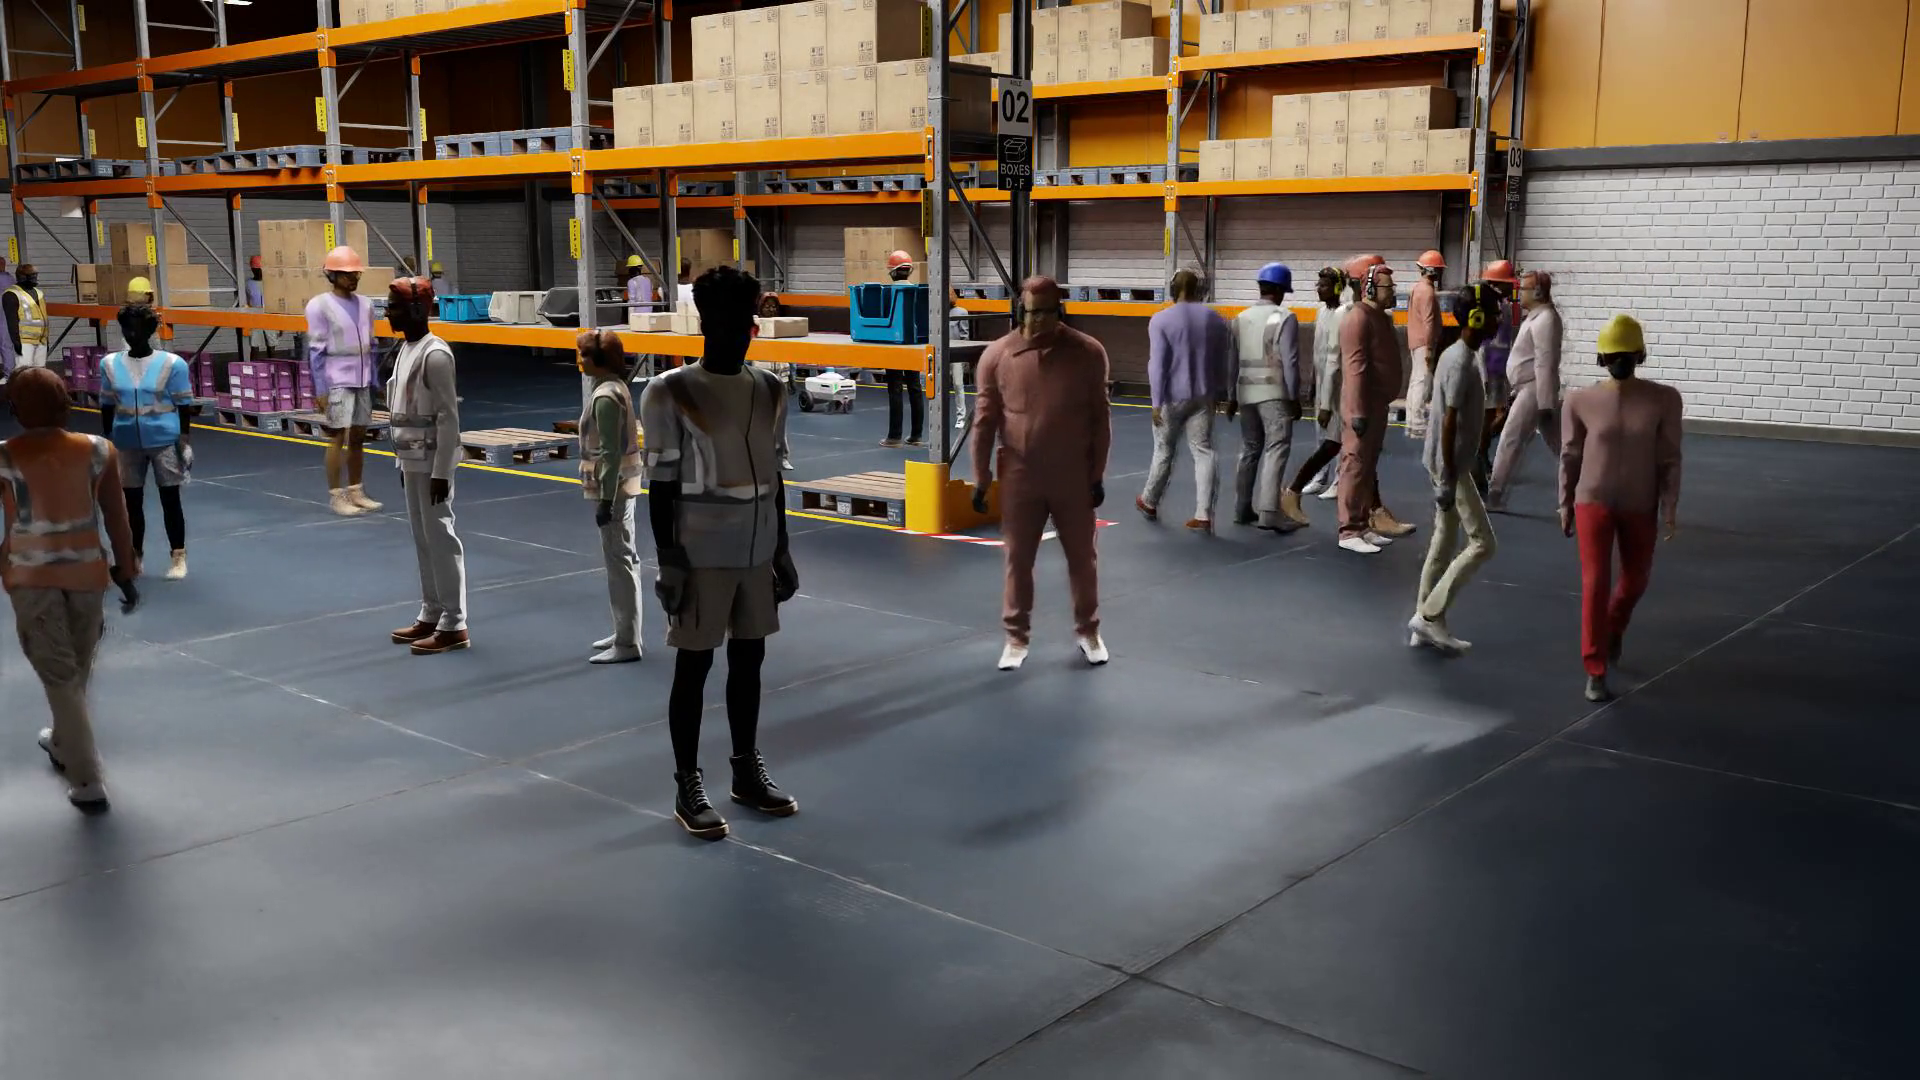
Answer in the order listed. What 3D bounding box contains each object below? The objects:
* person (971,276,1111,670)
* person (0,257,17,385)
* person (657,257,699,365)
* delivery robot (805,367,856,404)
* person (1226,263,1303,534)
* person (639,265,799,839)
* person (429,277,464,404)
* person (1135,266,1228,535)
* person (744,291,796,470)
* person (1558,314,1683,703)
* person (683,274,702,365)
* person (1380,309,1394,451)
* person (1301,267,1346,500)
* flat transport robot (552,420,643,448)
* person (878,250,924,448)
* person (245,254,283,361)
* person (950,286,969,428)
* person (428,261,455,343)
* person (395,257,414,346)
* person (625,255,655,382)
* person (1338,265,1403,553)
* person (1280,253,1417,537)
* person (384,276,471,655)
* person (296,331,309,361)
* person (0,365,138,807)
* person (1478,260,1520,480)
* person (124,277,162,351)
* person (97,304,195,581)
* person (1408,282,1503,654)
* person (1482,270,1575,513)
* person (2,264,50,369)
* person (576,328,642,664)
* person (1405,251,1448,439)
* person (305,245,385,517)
[{"bbox_3d":[0.402,-0.316,8.025,0.714,1.891,0.475,1,10,4],"label":"person"},{"bbox_3d":[-14.262,-3.267,24.763,0.408,1.908,0.645,-2,10,-9],"label":"person"},{"bbox_3d":[-3.281,-2.380,19.709,0.605,1.911,0.424,-2,10,-14],"label":"person"},{"bbox_3d":[-1.592,-1.881,20.453,0.477,0.478,0.707,-8,13,-38],"label":"delivery robot"},{"bbox_3d":[2.193,-1.013,11.927,0.587,1.914,0.831,-6,12,-32],"label":"person"},{"bbox_3d":[-0.819,0.034,5.804,0.367,1.965,0.604,9,14,42],"label":"person"},{"bbox_3d":[-6.716,-2.504,21.087,0.686,1.668,0.552,0,10,-3],"label":"person"},{"bbox_3d":[1.601,-1.021,12.030,0.648,1.879,1.036,-3,10,-18],"label":"person"},{"bbox_3d":[-1.734,-1.431,15.092,0.511,1.634,0.311,-6,11,-29],"label":"person"},{"bbox_3d":[3.008,-0.176,7.638,0.515,1.734,0.738,3,10,15],"label":"person"},{"bbox_3d":[-4.118,-3.309,25.817,0.283,1.626,0.504,7,12,36],"label":"person"},{"bbox_3d":[4.039,-1.750,16.551,0.523,1.760,0.325,-1,10,-8],"label":"person"},{"bbox_3d":[2.990,-1.261,13.443,0.335,1.873,0.520,-4,11,-22],"label":"person"},{"bbox_3d":[-3.541,-1.112,17.150,1.431,0.197,0.652,8,13,40],"label":"flat transport robot"},{"bbox_3d":[-0.592,-1.932,16.914,0.609,1.995,0.375,-8,13,-37],"label":"person"},{"bbox_3d":[-9.827,-3.044,23.414,0.551,1.932,0.378,-5,11,-28],"label":"person"},{"bbox_3d":[-0.144,-2.068,18.750,0.507,1.623,0.294,3,10,17],"label":"person"},{"bbox_3d":[-8.550,-3.663,27.295,0.593,1.814,0.765,-8,13,-38],"label":"person"},{"bbox_3d":[-8.365,-3.354,25.322,0.641,1.893,1.040,-4,11,-23],"label":"person"},{"bbox_3d":[-4.874,-3.351,25.225,0.401,1.919,0.588,4,11,21],"label":"person"},{"bbox_3d":[2.763,-0.880,11.172,0.401,1.910,0.640,6,11,29],"label":"person"},{"bbox_3d":[2.725,-1.035,11.830,1.062,1.997,0.621,6,11,29],"label":"person"},{"bbox_3d":[-2.687,-0.373,8.352,0.340,1.882,0.585,-7,12,-34],"label":"person"},{"bbox_3d":[-9.673,-3.133,24.779,0.279,1.633,0.501,7,12,35],"label":"person"},{"bbox_3d":[-3.375,0.153,6.161,0.851,1.585,0.538,9,13,42],"label":"person"},{"bbox_3d":[4.678,-1.475,14.522,0.565,1.918,0.403,-10,14,-43],"label":"person"},{"bbox_3d":[-8.399,-1.839,17.124,0.448,1.733,0.505,0,10,-3],"label":"person"},{"bbox_3d":[-4.938,-0.581,10.122,0.559,1.694,0.321,-1,10,-8],"label":"person"},{"bbox_3d":[2.475,-0.342,8.274,0.437,1.858,0.509,2,10,9],"label":"person"},{"bbox_3d":[4.393,-1.104,12.620,1.009,1.862,0.634,4,11,23],"label":"person"},{"bbox_3d":[-11.153,-2.386,19.967,0.428,1.836,0.625,1,10,8],"label":"person"},{"bbox_3d":[-1.710,-0.215,8.153,0.310,1.636,0.523,-1,10,-7],"label":"person"},{"bbox_3d":[4.973,-2.080,17.756,0.390,1.991,0.623,1,10,4],"label":"person"},{"bbox_3d":[-4.620,-1.198,12.605,0.392,2.039,0.614,4,11,24],"label":"person"}]
